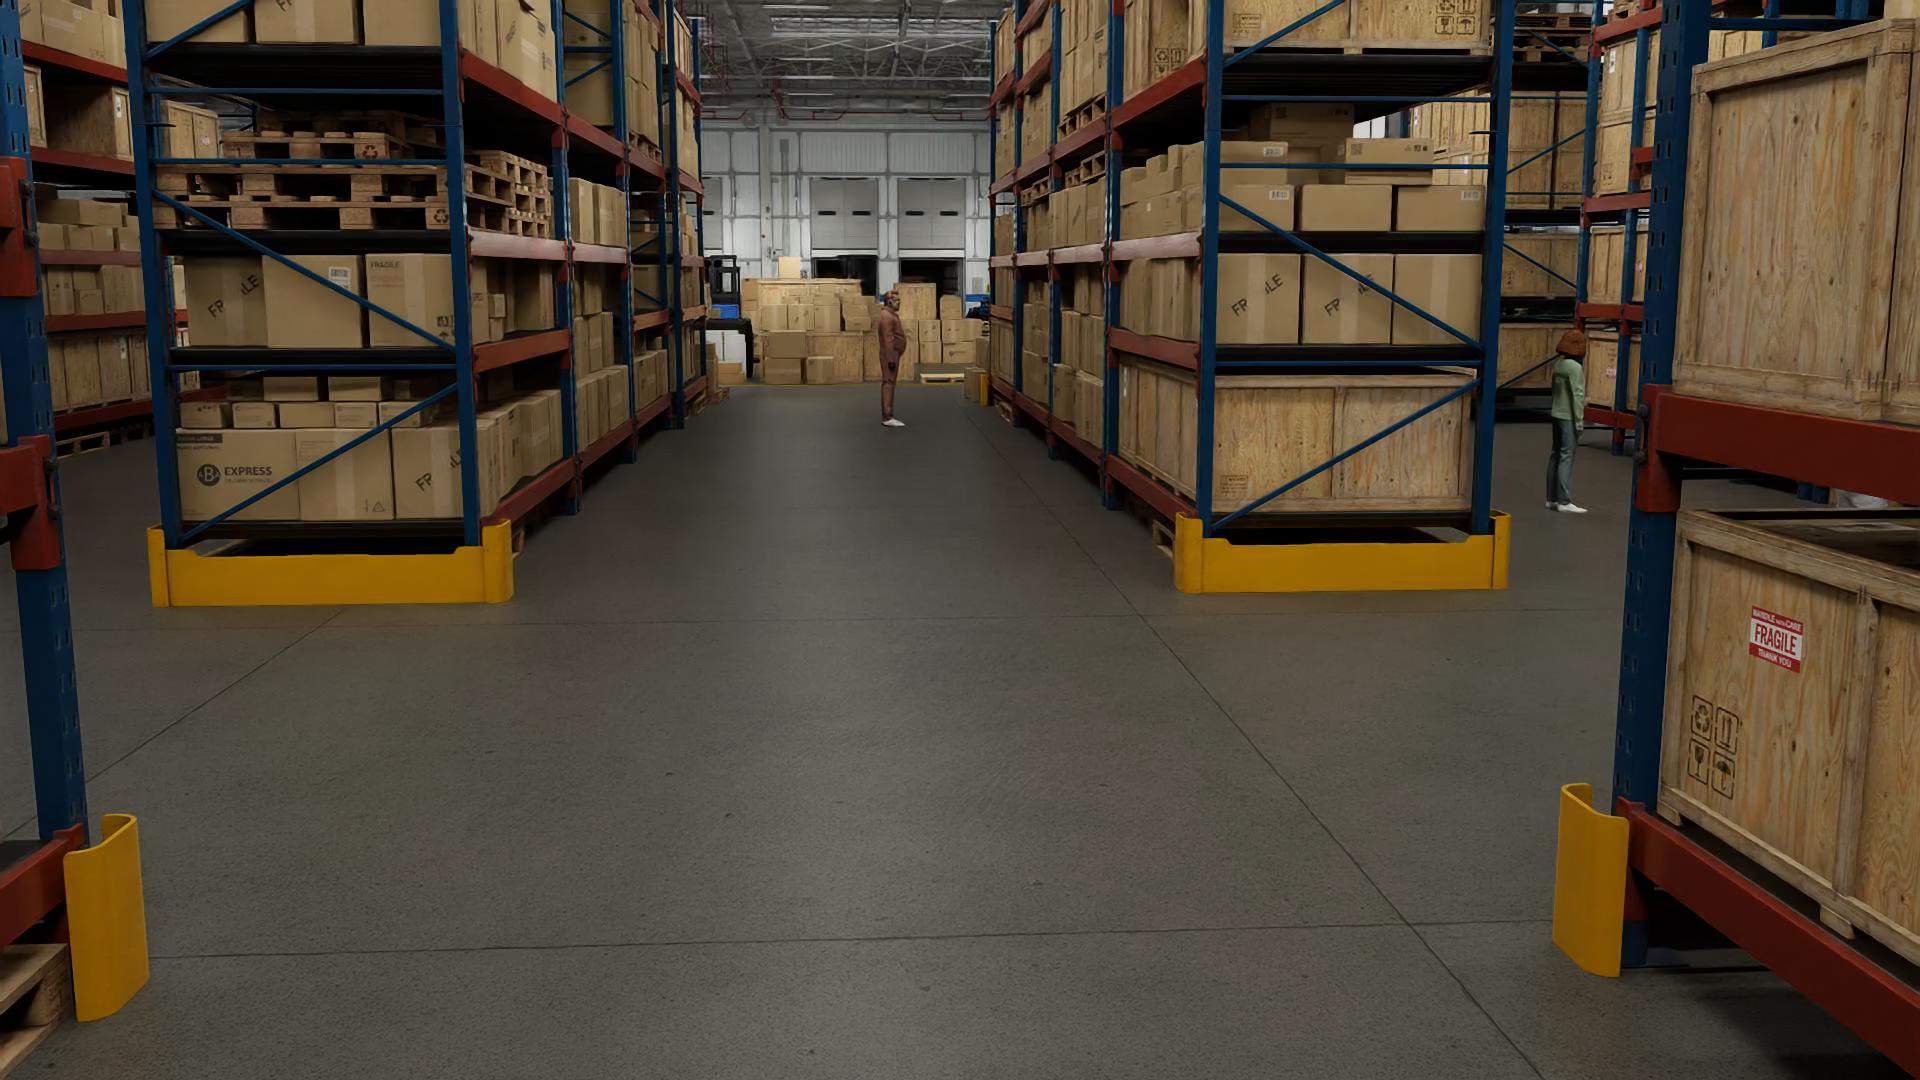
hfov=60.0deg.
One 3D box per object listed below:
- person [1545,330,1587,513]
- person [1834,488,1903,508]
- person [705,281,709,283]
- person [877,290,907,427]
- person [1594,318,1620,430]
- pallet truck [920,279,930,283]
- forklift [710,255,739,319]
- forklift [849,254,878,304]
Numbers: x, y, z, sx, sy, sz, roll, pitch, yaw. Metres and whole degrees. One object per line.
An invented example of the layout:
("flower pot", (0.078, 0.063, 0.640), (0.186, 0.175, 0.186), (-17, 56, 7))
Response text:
("person", (5.449, -1.061, 14.895), (0.284, 1.633, 0.497), (-1, 9, -4))
("person", (5.053, -0.275, 9.293), (0.390, 1.846, 0.564), (-1, 9, -4))
("person", (-9.437, -8.731, 62.263), (0.356, 1.887, 0.573), (-1, 9, -4))
("person", (-0.955, -2.549, 23.384), (0.409, 1.909, 0.640), (-1, 9, -4))
("person", (8.899, -2.322, 22.793), (0.308, 1.640, 0.510), (-1, 9, -4))
("pallet truck", (-0.932, -8.922, 63.114), (1.885, 1.965, 0.823), (2, 9, 13))
("forklift", (-8.368, -8.713, 59.038), (1.129, 2.768, 1.873), (-1, 9, -4))
("forklift", (-3.281, -8.370, 56.884), (1.129, 2.768, 1.873), (-5, 11, -30))
